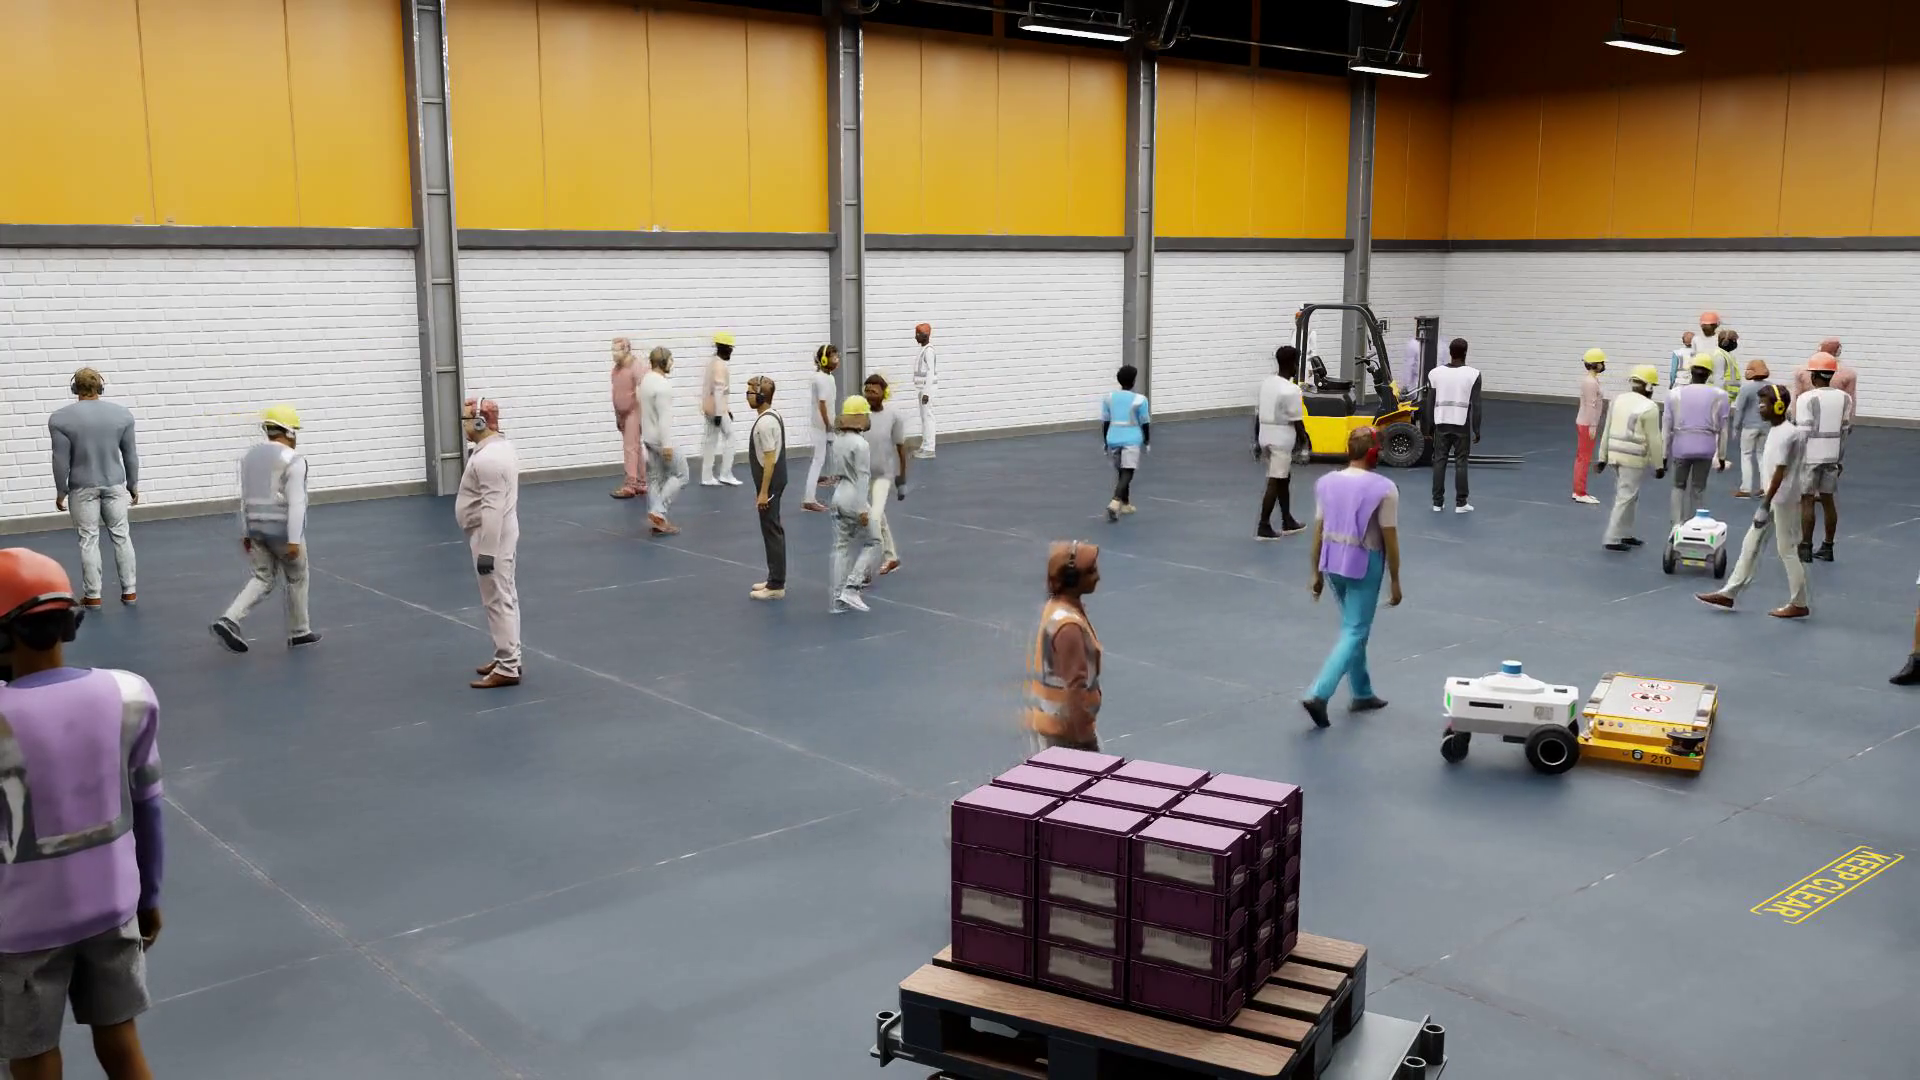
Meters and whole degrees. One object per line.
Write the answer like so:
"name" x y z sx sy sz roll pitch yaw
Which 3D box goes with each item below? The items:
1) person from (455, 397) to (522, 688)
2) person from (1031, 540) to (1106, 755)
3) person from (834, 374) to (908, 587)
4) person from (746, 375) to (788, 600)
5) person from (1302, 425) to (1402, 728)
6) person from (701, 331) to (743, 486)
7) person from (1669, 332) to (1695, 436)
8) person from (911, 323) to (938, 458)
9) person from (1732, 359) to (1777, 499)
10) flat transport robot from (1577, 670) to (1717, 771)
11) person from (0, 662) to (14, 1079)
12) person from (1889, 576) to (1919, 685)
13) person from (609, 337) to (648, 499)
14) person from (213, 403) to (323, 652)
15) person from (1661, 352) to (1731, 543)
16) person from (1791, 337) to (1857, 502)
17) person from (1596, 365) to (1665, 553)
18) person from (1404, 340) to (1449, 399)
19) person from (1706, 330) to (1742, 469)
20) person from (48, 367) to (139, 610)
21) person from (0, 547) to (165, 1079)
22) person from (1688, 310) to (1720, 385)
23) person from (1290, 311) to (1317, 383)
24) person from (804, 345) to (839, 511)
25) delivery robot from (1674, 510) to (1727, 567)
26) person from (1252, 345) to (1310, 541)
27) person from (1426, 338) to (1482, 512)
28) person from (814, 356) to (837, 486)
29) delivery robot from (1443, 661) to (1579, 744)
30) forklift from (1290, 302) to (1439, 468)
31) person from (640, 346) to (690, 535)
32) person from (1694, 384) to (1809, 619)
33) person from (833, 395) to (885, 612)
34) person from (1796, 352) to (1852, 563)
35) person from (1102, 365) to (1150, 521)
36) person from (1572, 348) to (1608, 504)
"person" -3.091 0.012 10.908 0.403 1.906 0.652 -1 10 -8
"person" 0.494 0.803 7.090 0.429 1.620 0.530 1 10 5
"person" -0.745 -0.531 14.385 0.526 1.808 1.026 5 11 25
"person" -1.587 -0.430 13.671 0.336 1.844 0.508 0 10 1
"person" 2.345 0.211 10.039 0.878 1.815 0.567 -7 12 -36
"person" -2.923 -1.596 20.375 0.639 1.884 0.622 -4 11 -24
"person" 11.369 -2.434 26.015 0.523 1.637 0.306 1 10 8
"person" -0.495 -2.089 23.270 0.355 1.885 0.575 -2 10 -10
"person" 9.223 -1.282 19.283 0.531 1.627 0.314 -1 10 -9
"flat transport robot" 4.037 1.030 9.727 0.652 0.197 1.431 5 11 27
"person" -2.974 1.060 5.106 0.433 1.807 0.743 1 10 5
"person" 6.652 0.015 10.973 1.006 1.889 0.554 -5 11 -26
"person" -3.918 -1.413 19.406 0.685 1.880 0.673 -8 12 -38
"person" -4.917 -0.062 11.739 0.599 1.788 0.773 4 11 23
"person" 7.074 -0.857 16.040 0.607 1.889 0.413 4 11 23
"person" 9.930 -1.384 19.129 0.671 1.890 0.445 6 12 32
"person" 6.418 -0.756 15.749 0.660 1.798 0.600 -2 10 -13
"person" 6.969 -2.311 24.647 0.669 1.857 0.916 -2 10 -13
"person" 10.156 -1.874 22.142 0.429 1.844 0.623 5 11 29
"person" -6.899 -0.413 13.300 0.635 1.937 0.352 -8 13 -40
"person" -2.506 1.028 4.610 0.409 2.033 0.607 6 11 32
"person" 11.010 -2.370 24.519 0.470 2.022 0.638 -7 12 -37
"person" 5.804 -2.954 28.332 0.354 1.887 0.573 -7 12 -36
"person" -1.355 -1.222 18.360 0.829 1.832 0.567 0 10 3
"delivery robot" 6.599 -0.027 14.813 0.477 0.478 0.707 6 12 32
"person" 3.278 -0.965 16.526 0.838 1.931 0.645 -4 11 -24
"person" 5.431 -1.259 18.315 0.594 1.917 0.373 6 12 33
"person" -1.677 -1.488 20.486 0.285 1.633 0.500 -5 11 -26
"delivery robot" 3.068 0.918 9.278 0.707 0.478 0.477 3 10 19
"forklift" 5.320 -2.157 22.763 2.313 2.155 1.214 3 10 16
"person" -2.968 -0.985 16.689 0.442 1.923 0.655 -5 11 -27
"person" 6.210 -0.290 12.919 0.917 1.820 0.531 3 10 17
"person" -0.838 -0.273 13.095 0.410 1.724 0.505 -6 11 -30
"person" 7.888 -0.760 15.336 0.551 1.935 0.375 -2 10 -14
"person" 1.752 -1.043 17.811 0.532 1.664 0.815 5 11 29
"person" 7.208 -1.305 19.020 0.304 1.772 0.529 2 10 14
